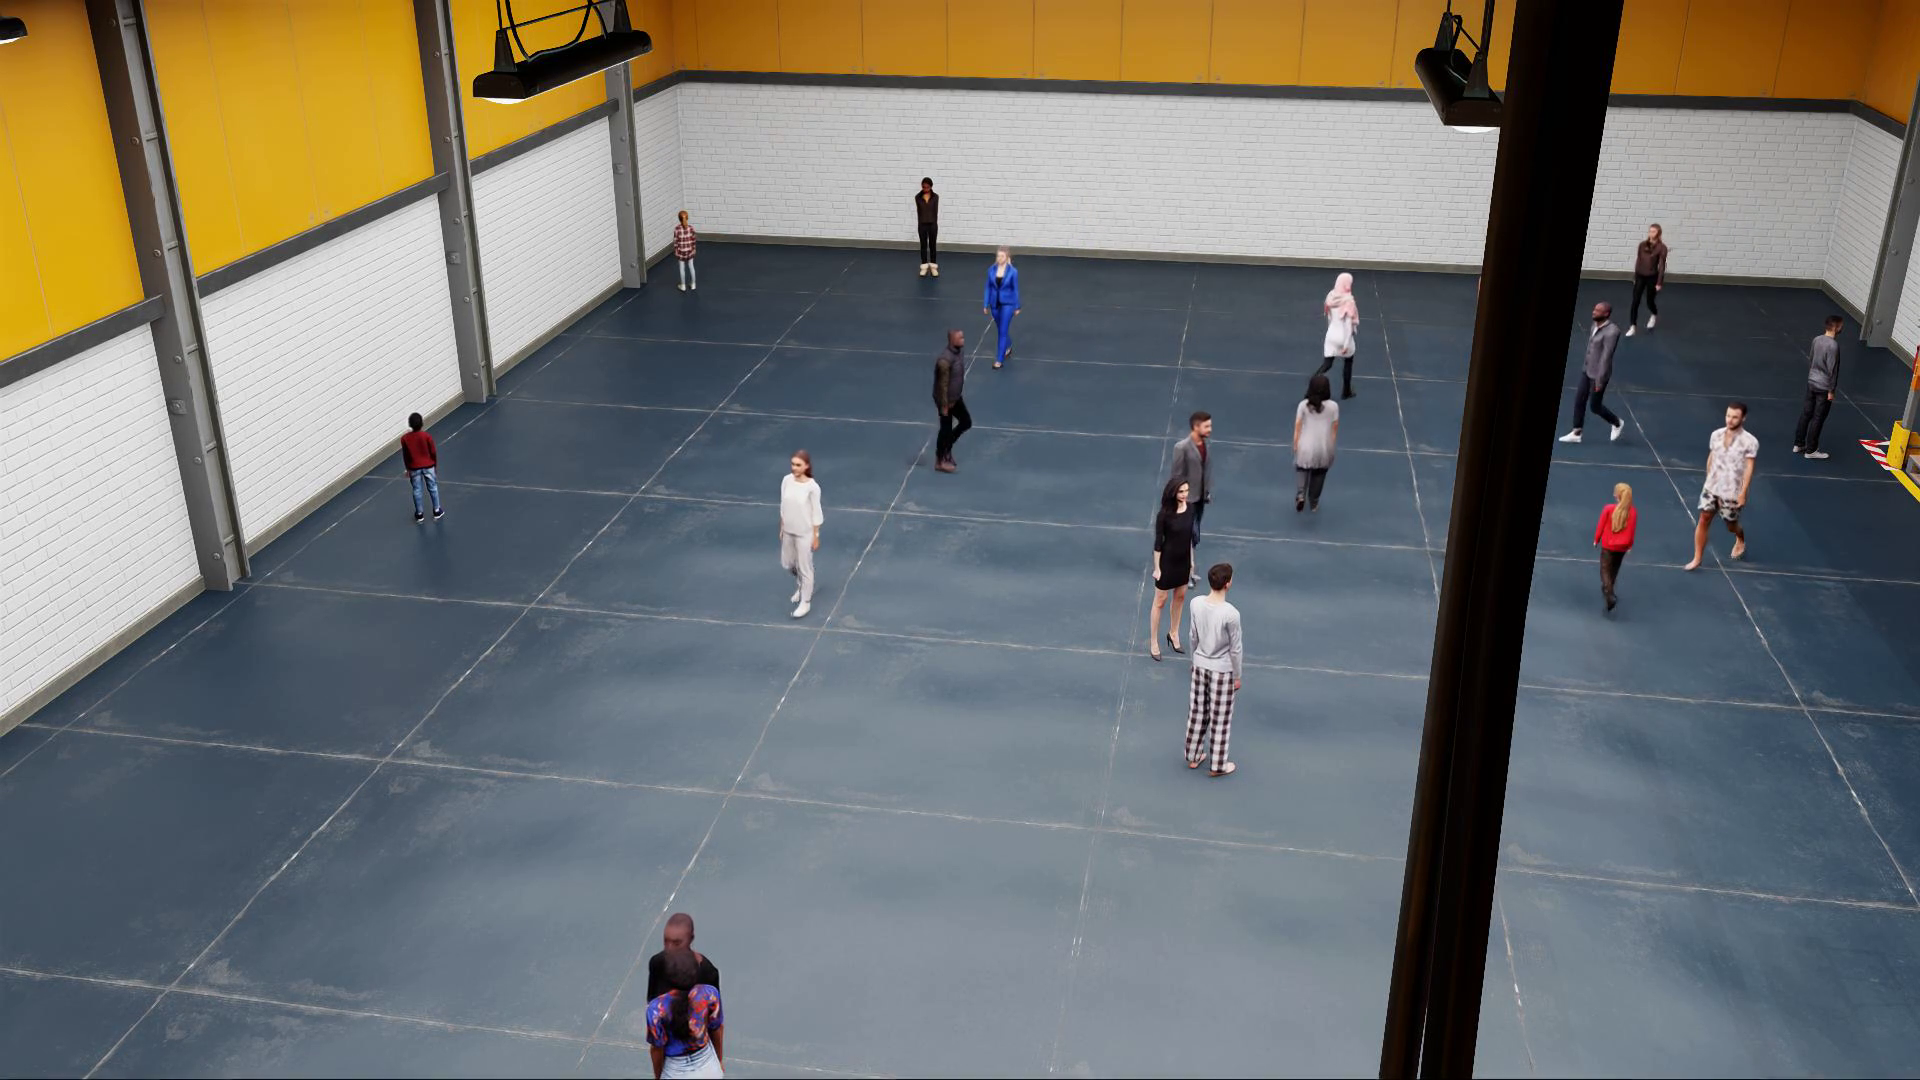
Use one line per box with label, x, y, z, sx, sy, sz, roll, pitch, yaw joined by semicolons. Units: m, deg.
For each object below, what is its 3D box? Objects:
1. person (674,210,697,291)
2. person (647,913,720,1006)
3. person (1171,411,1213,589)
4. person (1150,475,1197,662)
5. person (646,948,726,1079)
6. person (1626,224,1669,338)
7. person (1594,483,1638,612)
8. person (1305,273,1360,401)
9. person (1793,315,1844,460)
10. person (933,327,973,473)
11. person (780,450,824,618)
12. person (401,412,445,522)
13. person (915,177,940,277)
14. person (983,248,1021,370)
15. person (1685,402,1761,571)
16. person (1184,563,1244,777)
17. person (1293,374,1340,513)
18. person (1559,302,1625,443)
person;-4.535;-4.786;27.450;0.604;1.305;0.649;-12;26;-25
person;-1.543;2.846;9.435;0.617;1.749;0.567;7;25;16
person;2.258;-0.440;16.821;0.902;1.855;0.805;21;31;39
person;1.967;0.241;15.329;0.667;1.802;0.709;-13;27;-28
person;-1.490;2.963;9.185;0.669;1.735;0.692;-10;26;-22
person;10.356;-3.909;24.973;0.982;1.680;1.148;21;31;39
person;6.458;0.075;16.382;0.527;1.263;0.880;3;24;8
person;4.918;-2.615;21.900;1.214;1.771;1.096;-19;30;-36
person;10.467;-1.874;20.217;0.745;1.761;0.598;-4;24;-9
person;-0.193;-1.677;19.701;0.866;1.813;0.725;11;26;24
person;-1.543;-0.109;16.277;0.763;1.684;0.828;13;27;27
person;-5.978;-0.826;18.454;0.581;1.254;0.610;-7;24;-15
person;-0.551;-5.351;28.298;0.608;1.659;0.667;1;24;3
person;0.631;-3.320;23.663;0.832;1.652;1.225;10;25;21
person;7.967;-0.567;17.191;1.165;1.790;1.082;-17;29;-35
person;2.052;1.043;13.436;0.703;1.847;0.705;19;30;37
person;3.950;-1.037;18.512;0.617;1.594;0.749;4;24;10
person;7.943;-2.039;20.547;1.001;1.799;1.070;-4;24;-9
